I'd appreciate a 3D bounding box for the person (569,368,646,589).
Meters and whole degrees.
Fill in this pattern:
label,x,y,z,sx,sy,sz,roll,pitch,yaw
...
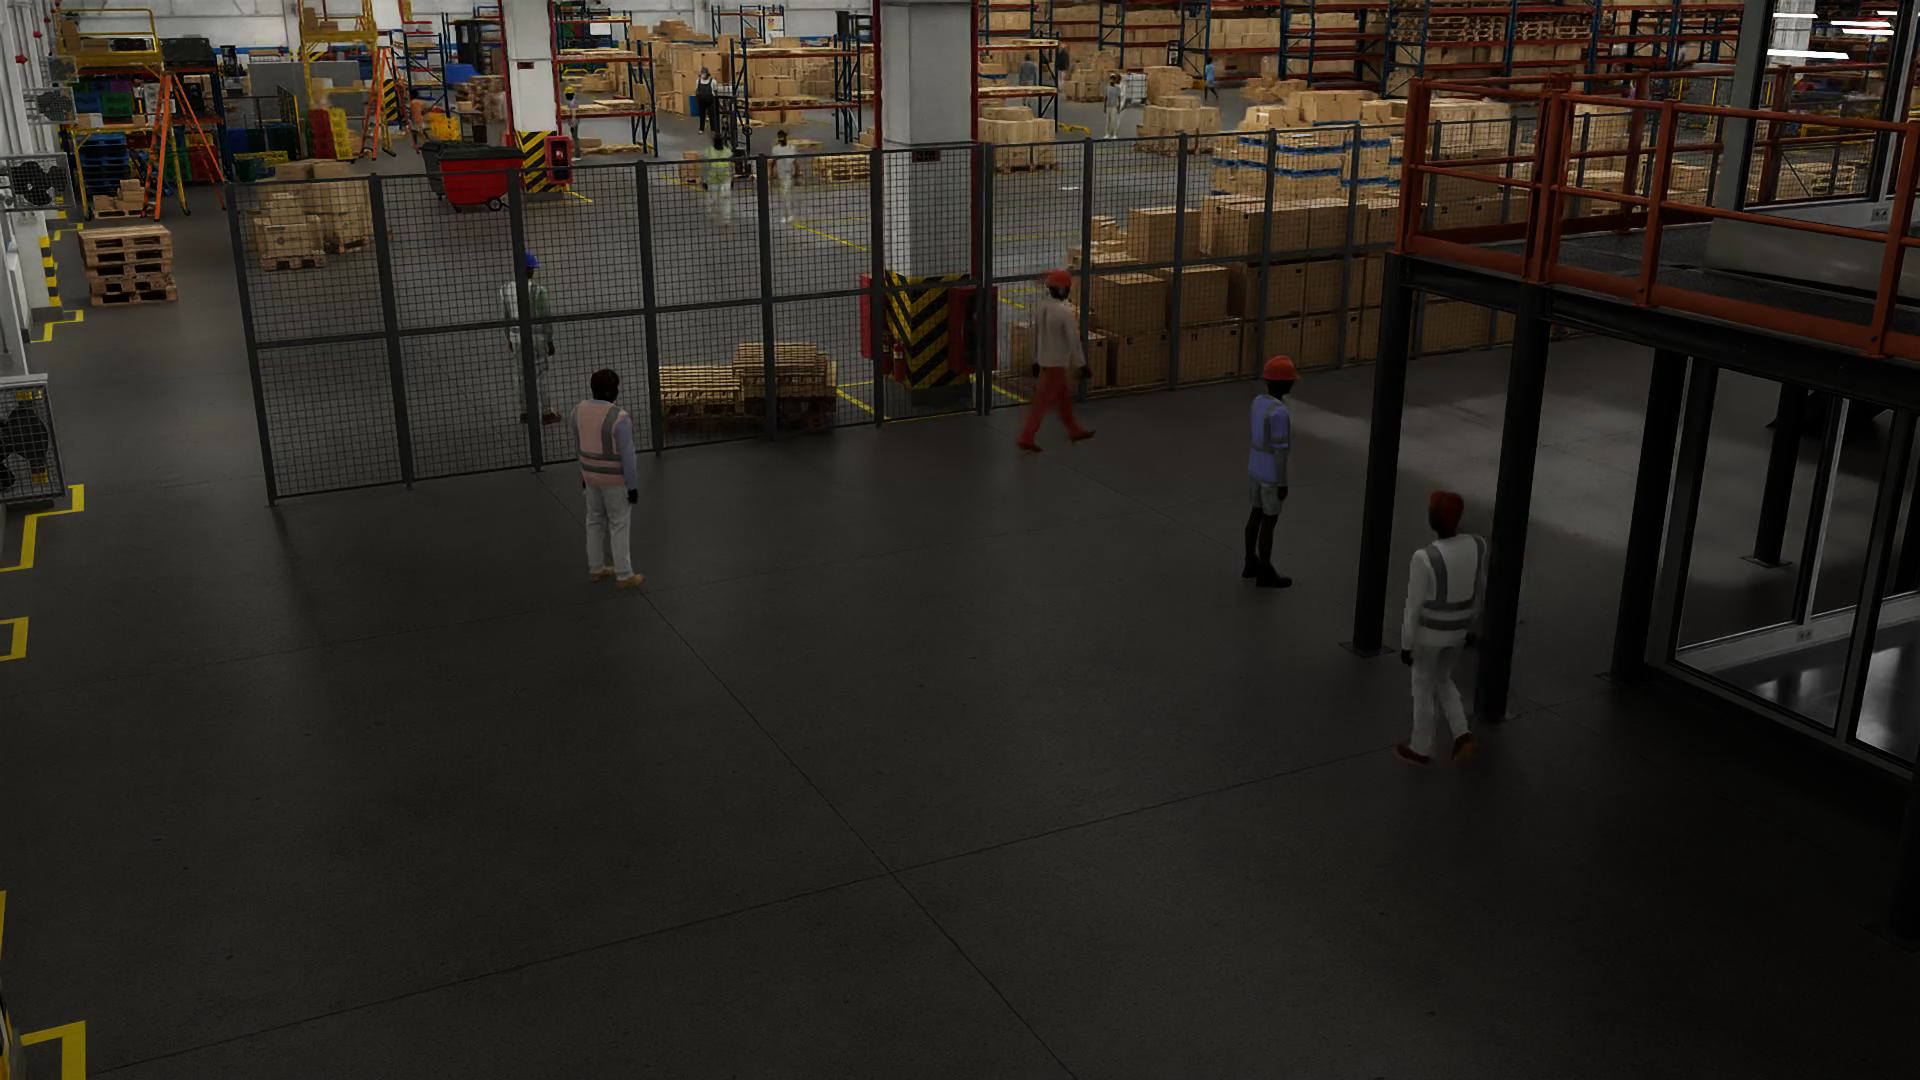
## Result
label,x,y,z,sx,sy,sz,roll,pitch,yaw
person,-2.894,-0.509,13.720,0.632,1.841,0.429,12,22,31

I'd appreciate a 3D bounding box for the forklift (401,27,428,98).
label,x,y,z,sx,sy,sz,roll,pitch,yaw
forklift,-20.775,-17.590,61.662,1.873,2.768,1.129,-9,21,-25

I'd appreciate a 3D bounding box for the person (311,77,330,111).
label,x,y,z,sx,sy,sz,roll,pitch,yaw
person,-18.568,-12.482,48.361,0.964,1.888,0.600,7,20,19

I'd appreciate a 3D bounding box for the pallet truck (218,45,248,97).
label,x,y,z,sx,sy,sz,roll,pitch,yaw
pallet truck,-28.879,-18.665,66.111,0.823,1.965,1.885,-3,19,-9

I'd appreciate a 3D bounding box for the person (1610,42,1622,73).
label,x,y,z,sx,sy,sz,roll,pitch,yaw
person,30.871,-22.742,78.251,0.846,1.797,0.596,-8,20,-21

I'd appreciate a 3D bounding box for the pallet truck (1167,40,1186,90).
label,x,y,z,sx,sy,sz,roll,pitch,yaw
pallet truck,9.045,-19.971,69.895,0.823,1.965,1.885,-3,19,-8

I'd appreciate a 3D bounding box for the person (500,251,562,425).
label,x,y,z,sx,sy,sz,roll,pitch,yaw
person,-4.810,-2.251,18.619,0.604,1.938,0.402,6,20,17

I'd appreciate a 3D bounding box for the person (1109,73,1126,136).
label,x,y,z,sx,sy,sz,roll,pitch,yaw
person,4.736,-13.239,50.574,0.604,1.865,0.469,10,22,28

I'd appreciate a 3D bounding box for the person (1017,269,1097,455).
label,x,y,z,sx,sy,sz,roll,pitch,yaw
person,1.003,-1.877,17.545,1.050,1.946,0.628,-9,21,-25

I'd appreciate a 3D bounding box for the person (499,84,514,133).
label,x,y,z,sx,sy,sz,roll,pitch,yaw
person,-12.420,-11.742,46.204,0.653,1.883,1.037,7,20,18

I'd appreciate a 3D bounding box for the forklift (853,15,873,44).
label,x,y,z,sx,sy,sz,roll,pitch,yaw
forklift,-4.350,-22.471,75.809,1.129,2.768,1.873,-10,21,-26

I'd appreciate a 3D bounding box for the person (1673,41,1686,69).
label,x,y,z,sx,sy,sz,roll,pitch,yaw
person,33.252,-22.217,76.917,0.865,1.646,0.543,-14,24,-36

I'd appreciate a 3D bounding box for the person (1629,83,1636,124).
label,x,y,z,sx,sy,sz,roll,pitch,yaw
person,22.272,-14.443,54.492,0.864,1.588,0.517,-10,22,-27

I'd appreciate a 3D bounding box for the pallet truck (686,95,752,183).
label,x,y,z,sx,sy,sz,roll,pitch,yaw
pallet truck,-5.836,-9.608,39.856,0.823,1.965,1.885,10,22,27

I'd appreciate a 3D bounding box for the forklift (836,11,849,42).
label,x,y,z,sx,sy,sz,roll,pitch,yaw
forklift,-5.867,-25.020,83.198,1.873,2.768,1.129,-9,21,-25

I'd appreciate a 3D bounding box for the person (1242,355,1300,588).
label,x,y,z,sx,sy,sz,roll,pitch,yaw
person,2.572,-0.569,13.741,0.366,1.939,0.542,-5,20,-14

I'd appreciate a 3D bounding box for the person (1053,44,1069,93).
label,x,y,z,sx,sy,sz,roll,pitch,yaw
person,4.124,-19.184,67.665,0.647,1.976,0.395,4,19,11

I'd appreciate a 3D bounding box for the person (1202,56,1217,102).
label,x,y,z,sx,sy,sz,roll,pitch,yaw
person,9.507,-17.519,63.244,0.544,1.684,0.517,-16,25,-39

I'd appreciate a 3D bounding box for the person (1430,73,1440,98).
label,x,y,z,sx,sy,sz,roll,pitch,yaw
person,15.361,-14.385,54.267,0.533,1.624,0.531,5,20,13

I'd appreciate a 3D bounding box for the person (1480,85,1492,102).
label,x,y,z,sx,sy,sz,roll,pitch,yaw
person,14.106,-11.298,44.883,0.994,1.920,0.619,13,23,33

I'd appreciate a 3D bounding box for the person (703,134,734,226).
label,x,y,z,sx,sy,sz,roll,pitch,yaw
person,-4.813,-7.181,33.119,0.639,1.810,0.920,-7,20,-20

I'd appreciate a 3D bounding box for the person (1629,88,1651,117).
label,x,y,z,sx,sy,sz,roll,pitch,yaw
person,19.853,-12.570,48.547,0.571,1.924,0.396,1,19,3

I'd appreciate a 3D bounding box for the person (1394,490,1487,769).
label,x,y,z,sx,sy,sz,roll,pitch,yaw
person,3.038,0.595,10.468,0.606,1.871,0.486,-10,21,-26

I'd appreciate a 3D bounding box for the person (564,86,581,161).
label,x,y,z,sx,sy,sz,roll,pitch,yaw
person,-10.262,-11.034,44.091,0.360,1.930,0.589,-3,19,-10

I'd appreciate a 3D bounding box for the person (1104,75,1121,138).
label,x,y,z,sx,sy,sz,roll,pitch,yaw
person,4.556,-12.963,49.799,0.544,1.861,0.328,9,21,23

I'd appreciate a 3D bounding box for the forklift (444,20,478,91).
label,x,y,z,sx,sy,sz,roll,pitch,yaw
forklift,-20.381,-20.002,68.652,1.129,2.768,1.873,13,23,33

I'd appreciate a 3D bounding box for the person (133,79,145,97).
label,x,y,z,sx,sy,sz,roll,pitch,yaw
person,-25.341,-13.404,51.417,0.520,1.633,0.312,6,20,18

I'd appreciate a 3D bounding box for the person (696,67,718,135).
label,x,y,z,sx,sy,sz,roll,pitch,yaw
person,-7.780,-13.459,50.952,0.672,2.000,0.536,2,19,6

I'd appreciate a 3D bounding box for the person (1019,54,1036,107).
label,x,y,z,sx,sy,sz,roll,pitch,yaw
person,2.482,-16.868,61.071,0.649,1.894,1.026,-1,19,-3

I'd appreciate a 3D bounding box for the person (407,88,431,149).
label,x,y,z,sx,sy,sz,roll,pitch,yaw
person,-15.281,-11.861,46.871,0.694,1.677,0.539,12,23,32

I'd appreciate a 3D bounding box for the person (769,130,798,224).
label,x,y,z,sx,sy,sz,roll,pitch,yaw
person,-3.576,-7.248,33.254,0.519,1.835,0.855,7,20,20
